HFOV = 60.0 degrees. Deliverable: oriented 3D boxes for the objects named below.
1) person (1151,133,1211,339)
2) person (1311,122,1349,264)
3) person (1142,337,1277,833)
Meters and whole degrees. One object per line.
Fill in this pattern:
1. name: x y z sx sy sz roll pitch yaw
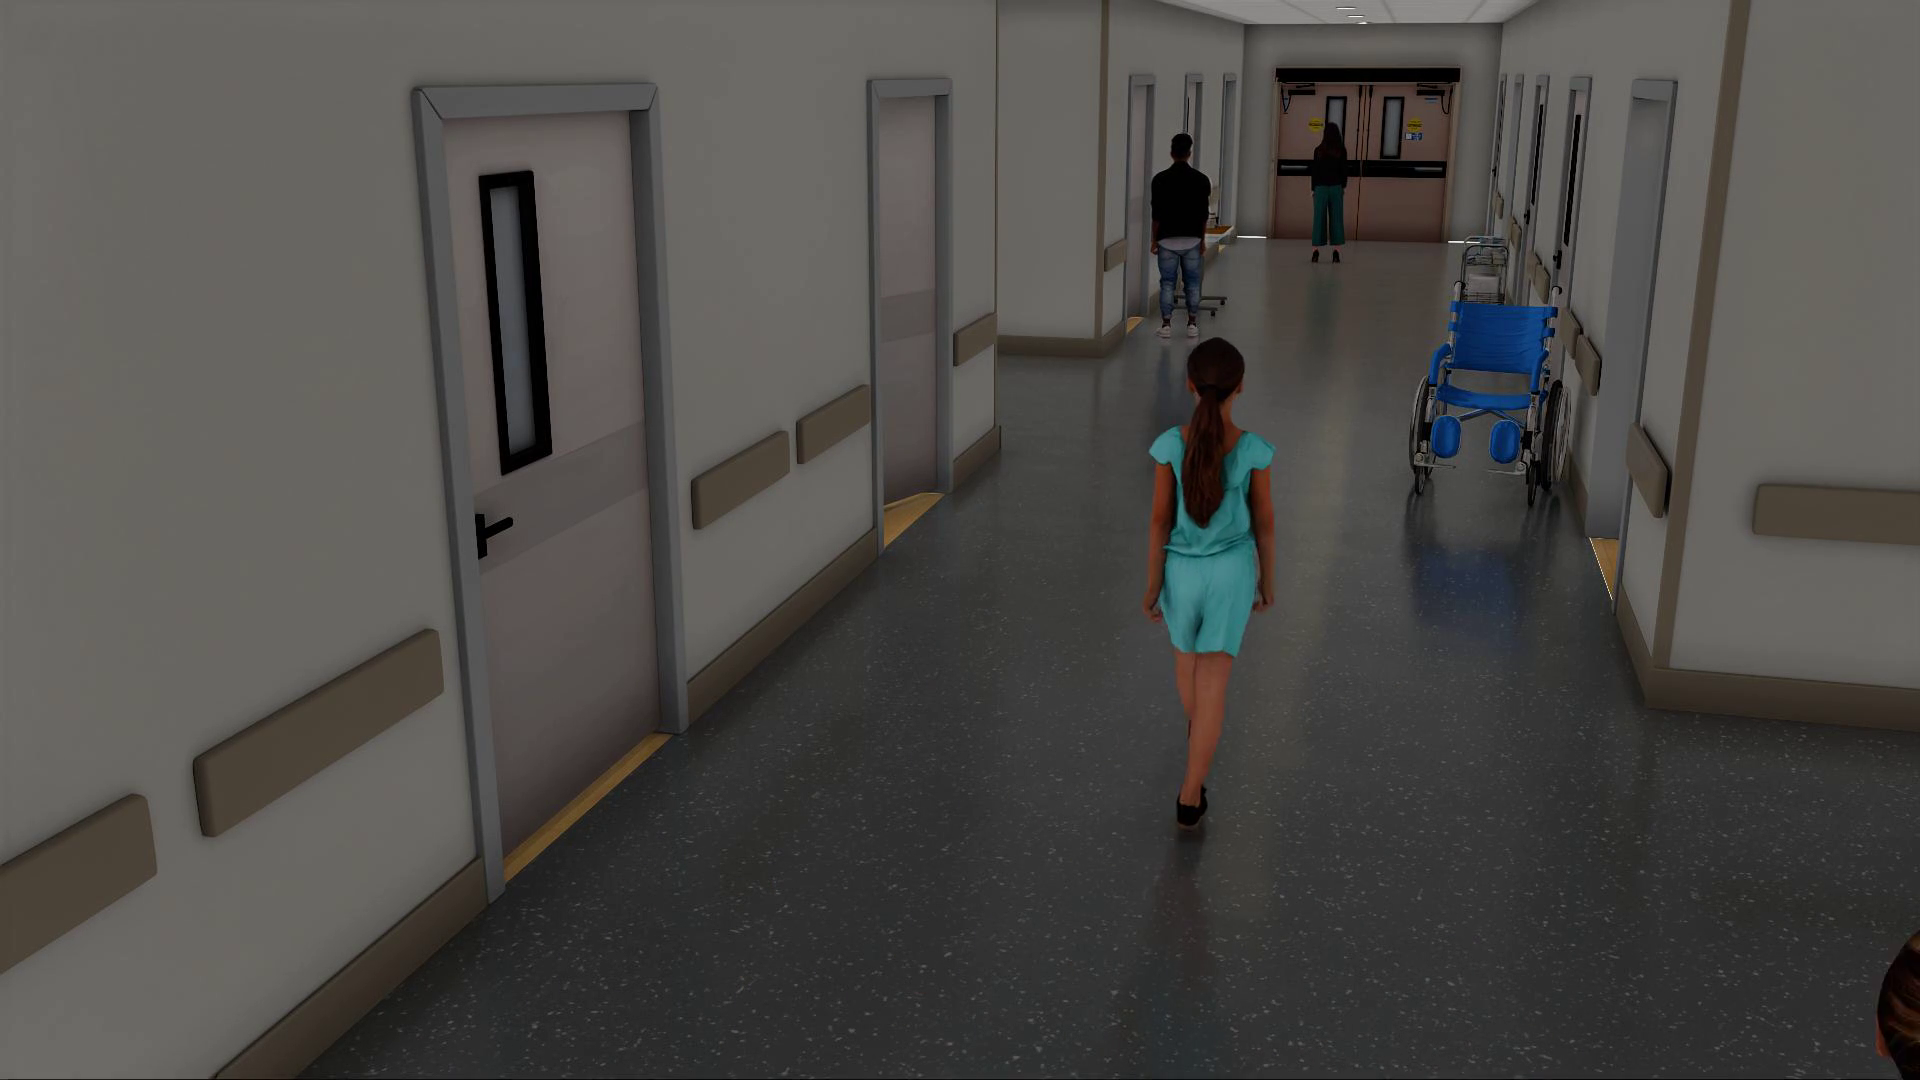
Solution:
1. person: 1.983 -2.750 15.042 0.747 1.814 0.686 0 16 1
2. person: 4.637 -4.362 20.906 0.612 1.734 0.508 4 16 13
3. person: 0.772 0.170 5.236 0.563 1.515 1.013 5 16 16
